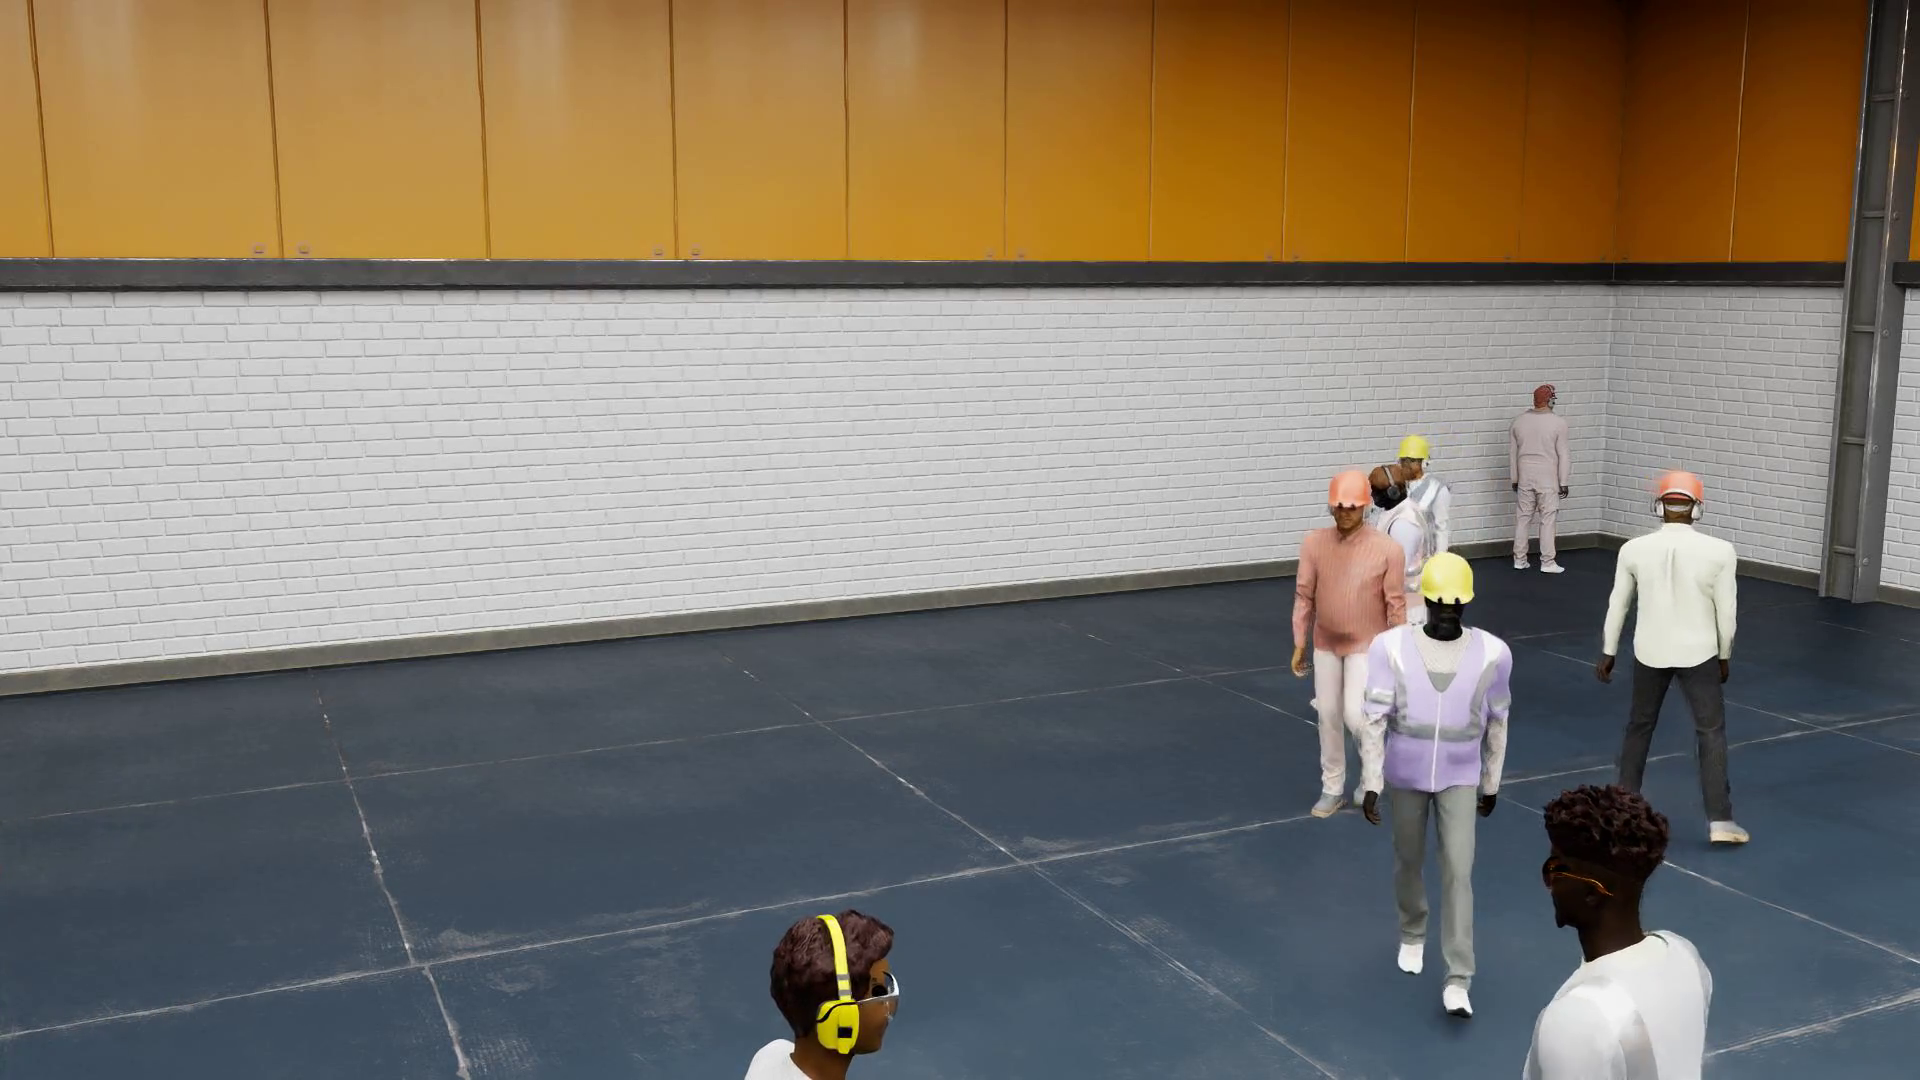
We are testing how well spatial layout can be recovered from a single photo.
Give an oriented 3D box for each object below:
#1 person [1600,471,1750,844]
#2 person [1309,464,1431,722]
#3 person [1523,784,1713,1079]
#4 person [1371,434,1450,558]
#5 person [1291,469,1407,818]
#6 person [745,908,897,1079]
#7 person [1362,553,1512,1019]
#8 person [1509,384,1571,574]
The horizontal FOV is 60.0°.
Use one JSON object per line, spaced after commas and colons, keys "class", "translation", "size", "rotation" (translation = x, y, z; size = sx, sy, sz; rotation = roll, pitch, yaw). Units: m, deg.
{"class": "person", "translation": [3.877, 0.630, 8.928], "size": [0.848, 1.961, 0.600], "rotation": [7, 11, 36]}
{"class": "person", "translation": [2.846, 0.383, 10.996], "size": [0.919, 1.781, 0.663], "rotation": [1, 9, 6]}
{"class": "person", "translation": [1.352, 1.489, 3.617], "size": [0.444, 1.957, 0.638], "rotation": [8, 12, 42]}
{"class": "person", "translation": [3.474, 0.074, 12.821], "size": [0.599, 1.811, 0.751], "rotation": [8, 12, 41]}
{"class": "person", "translation": [2.131, 0.581, 9.175], "size": [0.607, 1.977, 0.482], "rotation": [7, 12, 39]}
{"class": "person", "translation": [-0.275, 1.606, 3.183], "size": [0.330, 1.861, 0.506], "rotation": [-3, 10, -19]}
{"class": "person", "translation": [1.968, 0.994, 6.896], "size": [0.598, 1.882, 0.965], "rotation": [2, 9, 14]}
{"class": "person", "translation": [5.869, -0.616, 16.805], "size": [0.407, 1.908, 0.641], "rotation": [-8, 12, -42]}
